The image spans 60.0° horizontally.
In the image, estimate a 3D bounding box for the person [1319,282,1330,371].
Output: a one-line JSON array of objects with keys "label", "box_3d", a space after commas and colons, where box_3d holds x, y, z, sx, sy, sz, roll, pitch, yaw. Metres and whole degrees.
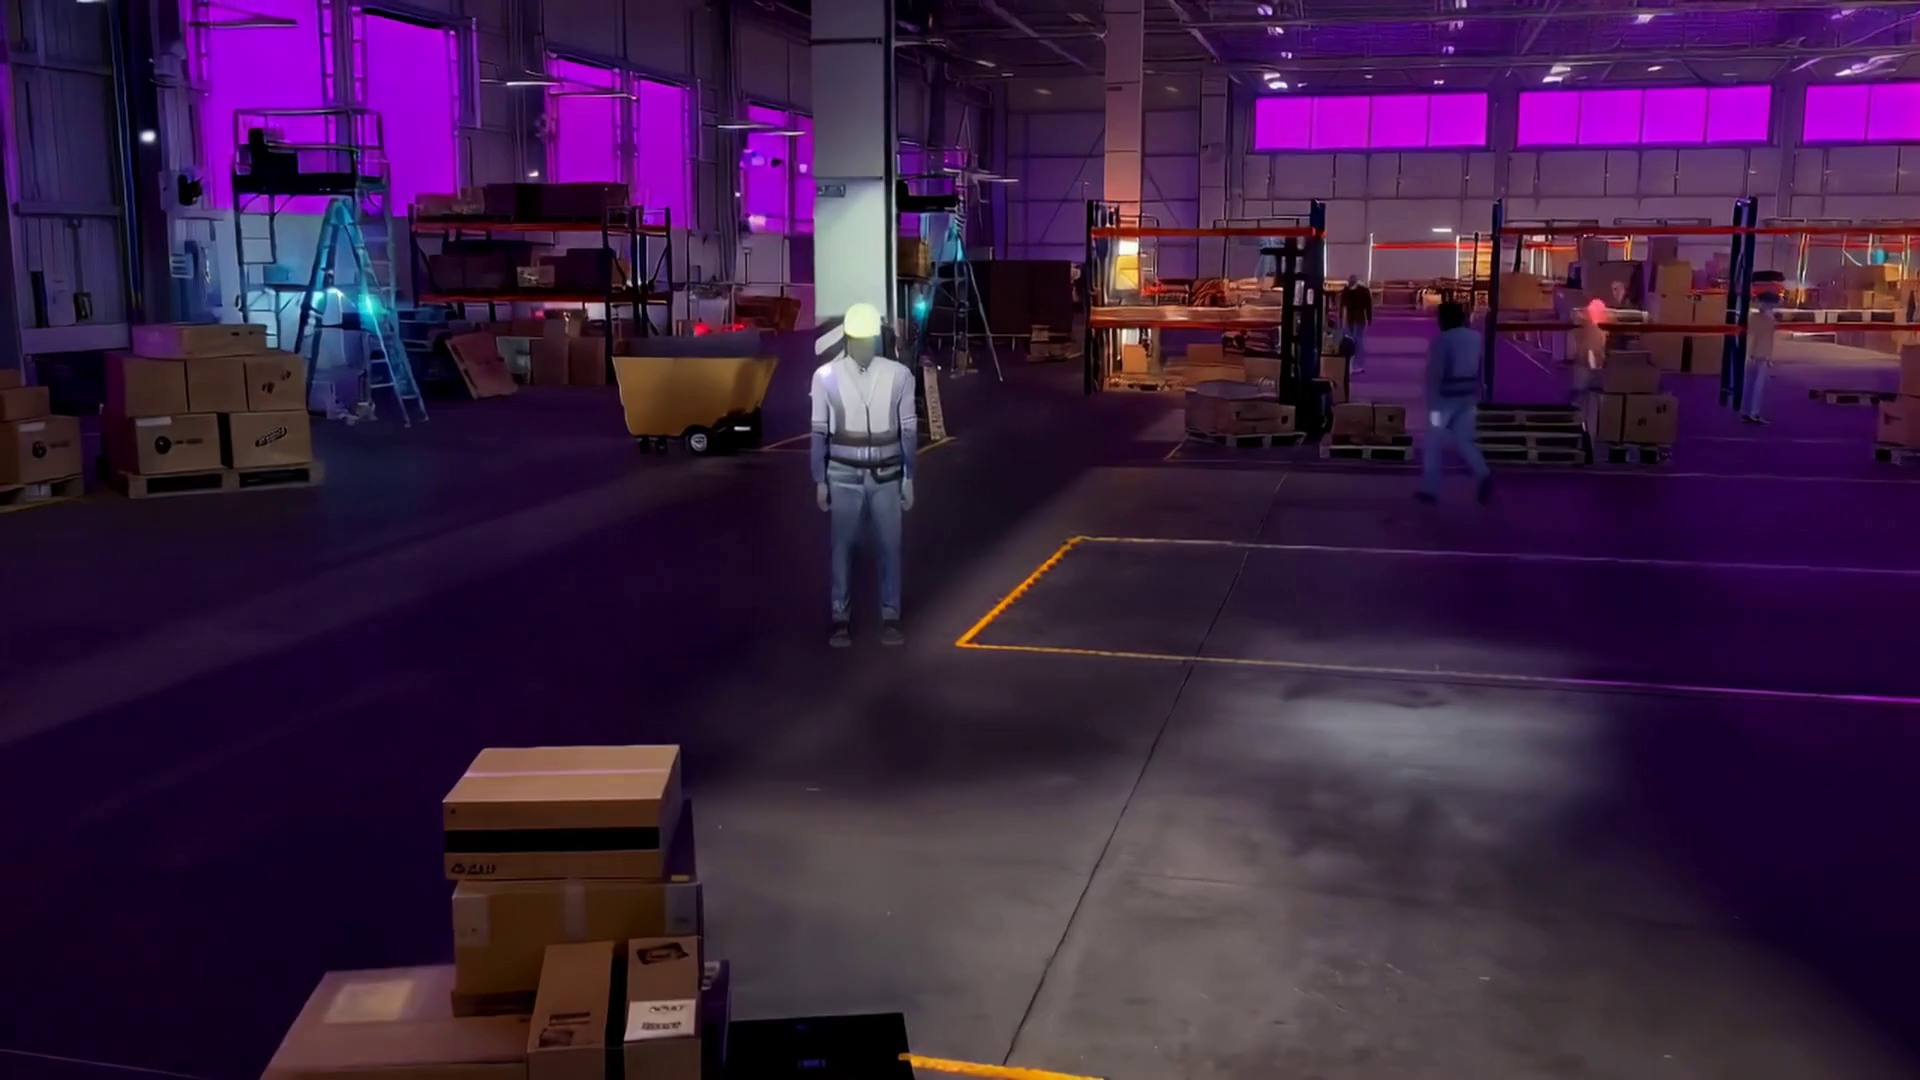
[{"label": "person", "box_3d": [6.892, -4.114, 31.995, 0.485, 1.737, 0.320, -3, 10, -16]}]

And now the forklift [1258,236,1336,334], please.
[{"label": "forklift", "box_3d": [9.319, -7.005, 45.651, 1.129, 2.768, 1.873, -8, 12, -38]}]

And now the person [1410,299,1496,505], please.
[{"label": "person", "box_3d": [4.340, -1.192, 14.555, 0.630, 1.818, 0.768, -4, 11, -24]}]

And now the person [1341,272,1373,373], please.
[{"label": "person", "box_3d": [7.591, -4.133, 31.622, 0.708, 1.902, 0.577, 9, 13, 43]}]

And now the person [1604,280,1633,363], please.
[{"label": "person", "box_3d": [11.018, -3.431, 27.738, 0.736, 1.819, 0.520, -6, 11, -30]}]

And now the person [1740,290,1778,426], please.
[{"label": "person", "box_3d": [10.438, -2.370, 21.661, 0.523, 1.760, 0.327, -6, 11, -32]}]

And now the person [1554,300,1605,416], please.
[{"label": "person", "box_3d": [7.827, -2.167, 20.770, 0.871, 1.661, 0.533, 5, 11, 29]}]

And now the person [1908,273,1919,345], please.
[{"label": "person", "box_3d": [18.238, -4.111, 31.485, 0.404, 1.911, 0.593, -3, 10, -19]}]

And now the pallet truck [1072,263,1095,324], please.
[{"label": "pallet truck", "box_3d": [4.325, -8.180, 55.162, 0.823, 1.965, 1.885, 6, 11, 31]}]

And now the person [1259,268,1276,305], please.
[{"label": "person", "box_3d": [9.476, -7.390, 50.924, 0.574, 1.849, 0.855, 5, 11, 28]}]

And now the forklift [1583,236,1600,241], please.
[{"label": "forklift", "box_3d": [19.519, -8.030, 51.685, 1.873, 2.768, 1.129, 5, 11, 28]}]

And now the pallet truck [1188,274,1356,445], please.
[{"label": "pallet truck", "box_3d": [3.653, -2.138, 19.590, 1.885, 1.965, 0.823, -4, 10, -20]}]

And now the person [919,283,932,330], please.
[{"label": "person", "box_3d": [-0.976, -7.311, 50.267, 0.543, 1.928, 0.392, -8, 13, -40]}]

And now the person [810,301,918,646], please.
[{"label": "person", "box_3d": [-0.535, -0.360, 9.311, 0.600, 1.940, 0.419, -1, 10, -8]}]
